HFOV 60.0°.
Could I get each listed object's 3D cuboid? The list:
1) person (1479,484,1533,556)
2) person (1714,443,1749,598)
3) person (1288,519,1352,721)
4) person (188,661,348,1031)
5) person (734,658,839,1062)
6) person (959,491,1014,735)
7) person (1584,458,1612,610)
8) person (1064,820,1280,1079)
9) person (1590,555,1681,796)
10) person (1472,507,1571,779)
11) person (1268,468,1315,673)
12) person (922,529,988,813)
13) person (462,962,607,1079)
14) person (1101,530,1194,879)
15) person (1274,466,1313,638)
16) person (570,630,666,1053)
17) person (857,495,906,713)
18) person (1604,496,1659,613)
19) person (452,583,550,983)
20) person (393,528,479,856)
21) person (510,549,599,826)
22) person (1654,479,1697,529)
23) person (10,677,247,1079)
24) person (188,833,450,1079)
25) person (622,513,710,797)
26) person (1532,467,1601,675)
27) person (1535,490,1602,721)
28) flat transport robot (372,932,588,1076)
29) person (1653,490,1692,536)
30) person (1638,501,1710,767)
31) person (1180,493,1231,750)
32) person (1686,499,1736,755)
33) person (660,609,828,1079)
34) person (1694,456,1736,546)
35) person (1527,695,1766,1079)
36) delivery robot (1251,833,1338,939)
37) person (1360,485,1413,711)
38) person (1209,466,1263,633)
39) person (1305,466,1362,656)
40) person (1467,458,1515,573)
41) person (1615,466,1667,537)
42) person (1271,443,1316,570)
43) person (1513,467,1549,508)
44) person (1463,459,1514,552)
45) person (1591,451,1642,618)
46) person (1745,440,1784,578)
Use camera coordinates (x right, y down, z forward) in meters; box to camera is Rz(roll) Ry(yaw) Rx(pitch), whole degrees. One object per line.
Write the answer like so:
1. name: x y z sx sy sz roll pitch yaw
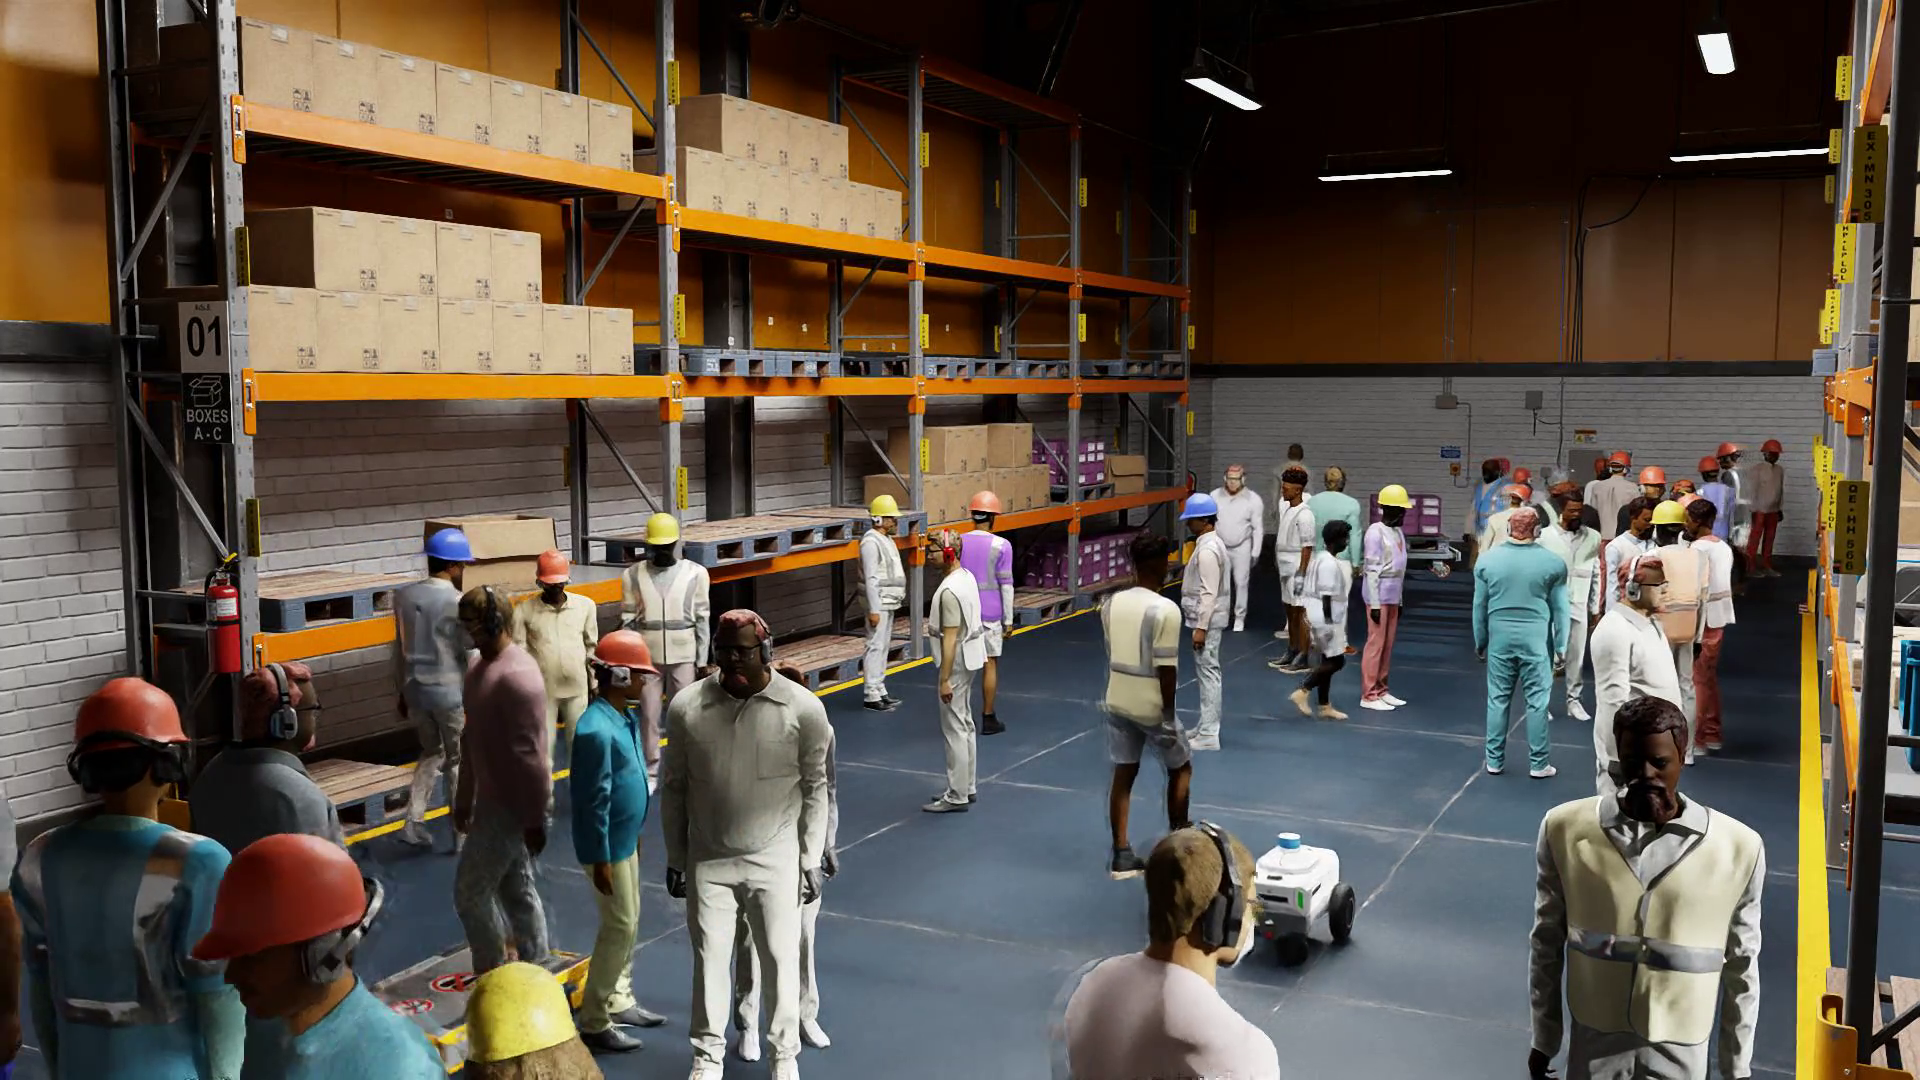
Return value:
1. person: 5.794 0.270 17.552 0.677 1.709 0.673 2 6 23
2. person: 9.934 -0.255 21.568 0.643 2.008 0.708 -5 7 -41
3. person: 2.962 0.657 13.519 0.421 1.674 0.540 1 5 10
4. person: -2.086 1.323 5.158 0.655 1.906 0.407 4 7 39
5. person: -0.745 1.296 6.861 0.515 1.641 0.309 -3 6 -26
6. person: 0.173 0.576 13.123 0.548 1.925 0.392 2 6 23
7. person: 7.781 -0.069 20.342 0.377 1.876 0.582 0 5 3
8. person: 0.431 1.499 3.204 0.488 1.912 0.654 -3 6 -25
9. person: 3.392 1.026 8.343 0.406 1.910 0.639 4 6 35
10. person: 3.941 0.717 11.678 0.655 1.905 0.407 3 6 29
11. person: 3.204 0.290 15.952 0.367 1.966 0.605 -1 5 -6
12. person: -0.026 0.840 10.742 0.394 1.836 0.560 1 5 9
13. person: -0.741 1.613 3.009 0.521 1.715 0.554 0 5 1
14. person: 1.130 0.912 9.342 0.738 1.940 0.621 -4 7 -37
15. person: 3.638 0.136 18.050 0.584 1.882 0.337 -5 7 -42
16. person: -1.428 1.242 6.938 0.355 1.735 0.580 0 5 -1
17. person: -0.656 0.531 14.063 0.403 1.831 0.595 1 5 10
18. person: 5.211 0.609 12.869 0.598 1.906 0.404 -3 6 -31
19. person: -2.031 1.141 7.073 0.699 1.913 0.655 -3 6 -30
20. person: -2.984 0.890 9.665 0.629 1.931 0.484 3 6 27
21. person: -2.523 0.919 10.417 0.572 1.737 0.353 -3 6 -28
22. person: 6.690 0.374 15.480 0.584 1.882 0.337 0 5 -4
23. person: -2.030 1.356 4.170 0.621 2.031 0.407 2 6 16
24. person: -1.191 1.502 2.999 0.619 1.934 1.022 4 6 34
25. person: -1.957 0.771 11.076 0.585 1.916 0.402 0 5 -4
26. person: 5.769 0.253 15.950 0.682 2.000 0.988 3 6 30
27. person: 4.959 0.535 13.641 0.588 1.909 0.396 -1 5 -6
28. flat transport robot: -2.136 1.966 6.938 0.652 0.197 1.431 2 6 22
29. person: 6.053 0.515 14.054 0.309 1.868 0.535 -3 6 -26
30. person: 5.081 0.680 11.962 0.590 1.926 0.388 -1 5 -15
31. person: 1.851 0.612 12.595 0.389 1.946 0.603 1 5 9
32. person: 5.568 0.648 12.443 0.609 1.902 0.399 -5 7 -42
33. person: -0.829 1.210 6.369 0.644 1.908 0.408 0 5 1
34. person: 9.192 -0.081 20.346 0.551 1.892 0.879 1 5 15
35. person: 1.870 1.371 4.578 0.593 1.919 0.388 2 6 21
36. delivery robot: 1.597 1.673 8.082 0.477 0.478 0.707 3 6 26
37. person: 3.625 0.488 14.105 0.399 1.919 0.582 4 7 39
38. person: 2.981 0.122 18.269 0.678 1.863 0.919 2 6 20
39. person: 3.788 0.216 16.925 0.659 1.934 0.379 5 7 40
40. person: 7.772 -0.353 24.240 0.603 1.707 0.430 2 6 17
41. person: 6.482 0.301 15.664 0.622 1.996 0.368 2 6 21
42. person: 4.883 -0.467 24.359 0.638 1.915 0.582 3 6 26
43. person: 7.307 -0.090 21.395 0.572 1.720 0.711 3 6 28
44. person: 6.647 -0.104 20.879 0.474 1.830 0.643 -2 6 -19
45. person: 7.719 -0.052 19.552 0.409 1.986 0.621 -5 7 -45
46. person: 11.549 -0.445 23.795 0.609 1.986 0.412 -2 6 -24
